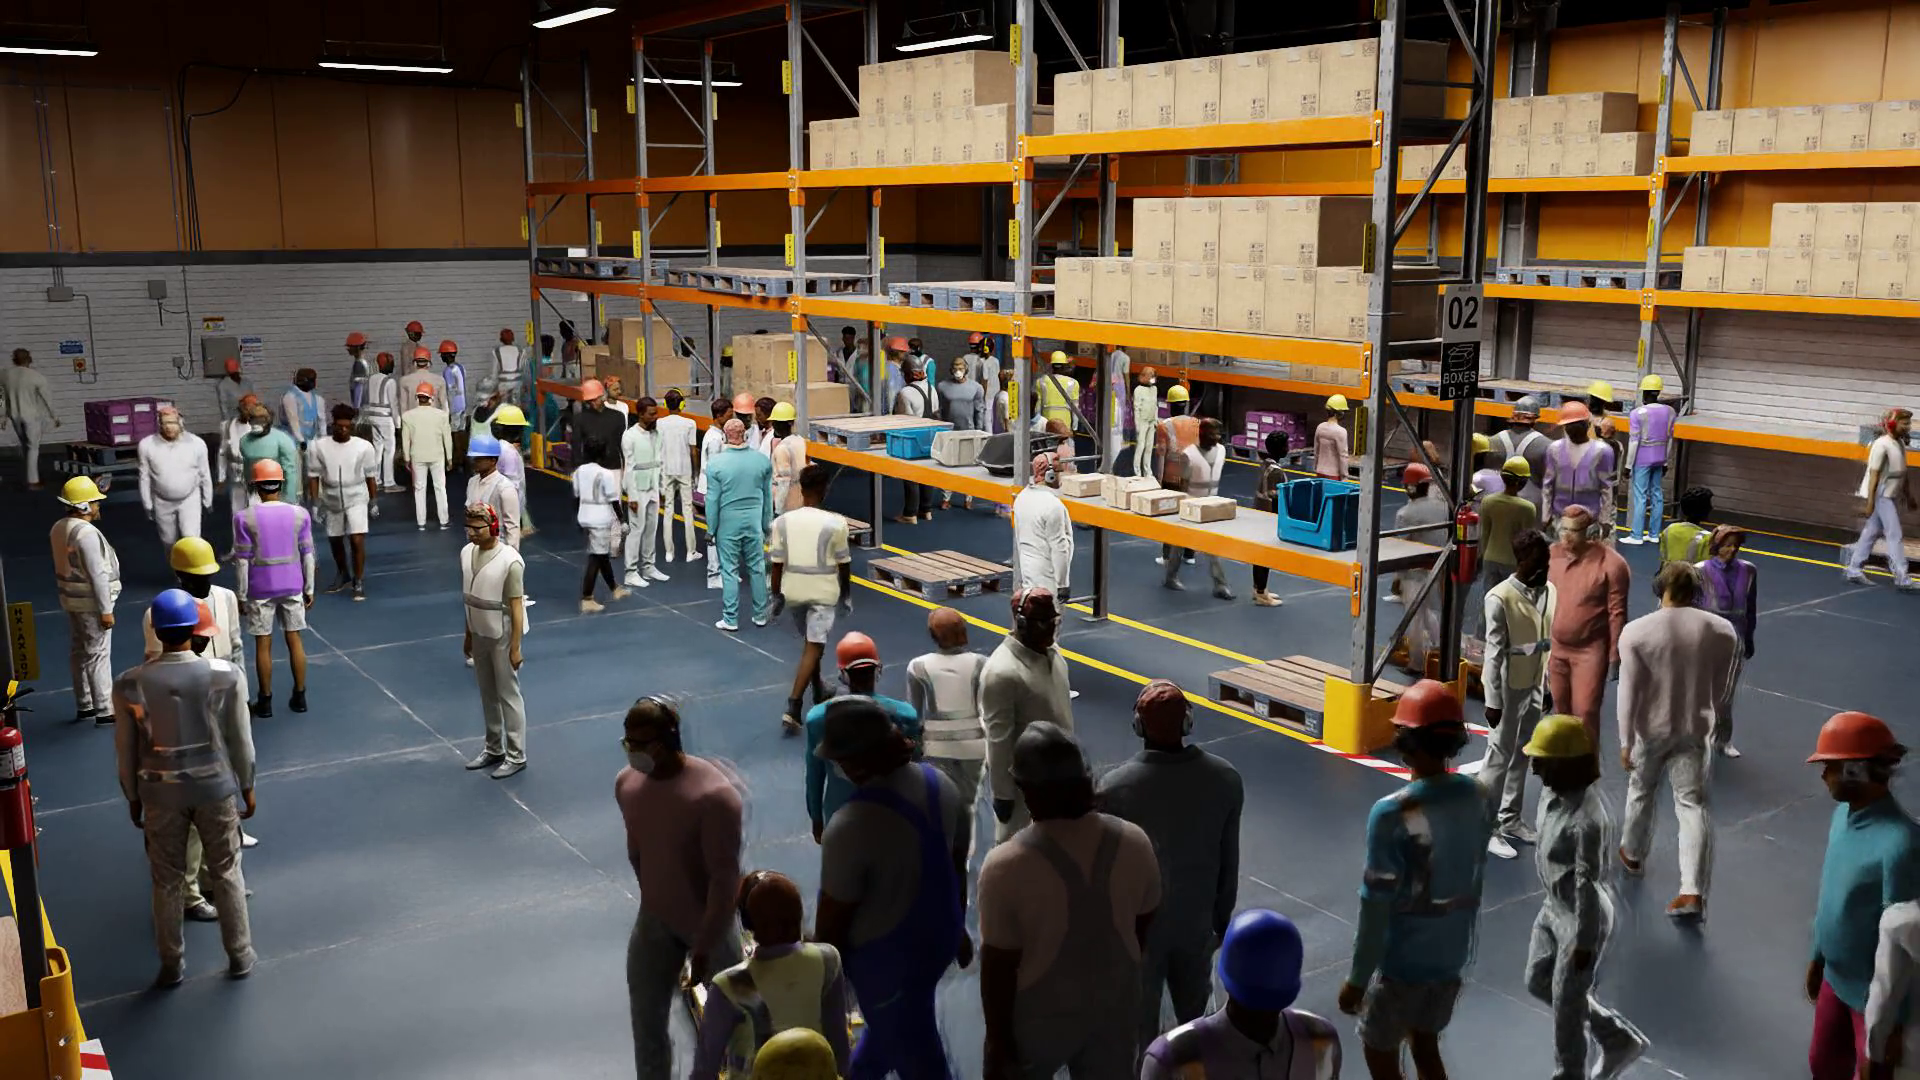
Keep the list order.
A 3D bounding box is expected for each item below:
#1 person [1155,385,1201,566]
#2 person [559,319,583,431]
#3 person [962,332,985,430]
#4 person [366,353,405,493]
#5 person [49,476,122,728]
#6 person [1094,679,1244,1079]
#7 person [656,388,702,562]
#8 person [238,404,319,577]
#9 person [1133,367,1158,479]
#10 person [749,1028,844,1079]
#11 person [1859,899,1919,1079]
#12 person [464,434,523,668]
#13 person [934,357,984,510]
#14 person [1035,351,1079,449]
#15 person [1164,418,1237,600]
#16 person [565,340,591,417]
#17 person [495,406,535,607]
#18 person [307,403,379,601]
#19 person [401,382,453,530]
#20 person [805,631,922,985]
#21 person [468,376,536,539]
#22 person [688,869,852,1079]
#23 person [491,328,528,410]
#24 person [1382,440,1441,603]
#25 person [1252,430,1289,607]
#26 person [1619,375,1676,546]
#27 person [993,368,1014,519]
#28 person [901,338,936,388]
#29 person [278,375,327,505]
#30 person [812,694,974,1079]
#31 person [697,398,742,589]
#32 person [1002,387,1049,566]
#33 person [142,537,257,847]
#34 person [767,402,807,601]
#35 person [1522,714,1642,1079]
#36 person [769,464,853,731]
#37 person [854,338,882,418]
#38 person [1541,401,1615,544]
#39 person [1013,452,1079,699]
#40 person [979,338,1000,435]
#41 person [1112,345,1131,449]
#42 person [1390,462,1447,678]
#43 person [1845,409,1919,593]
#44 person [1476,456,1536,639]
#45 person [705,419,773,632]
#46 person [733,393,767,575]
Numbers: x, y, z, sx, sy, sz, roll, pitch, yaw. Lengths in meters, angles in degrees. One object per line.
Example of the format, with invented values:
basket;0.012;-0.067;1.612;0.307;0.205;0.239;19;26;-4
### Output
person;2.304;-0.679;17.654;0.582;1.919;0.396;-6;13;-29
person;-6.669;-2.823;28.583;0.384;1.931;0.628;-1;11;-3
person;0.234;-2.207;25.444;0.543;1.929;0.387;9;14;37
person;-7.739;-1.577;22.365;0.581;1.877;0.375;9;14;37
person;-6.317;0.447;12.093;0.588;1.835;0.403;9;14;38
person;0.790;1.485;6.604;0.651;1.904;0.401;-4;12;-21
person;-3.037;-0.693;17.836;0.519;1.874;0.331;1;11;5
person;-6.792;-0.421;16.439;0.659;1.882;1.037;2;11;12
person;2.584;-1.599;23.111;0.293;1.623;0.505;10;15;41
person;-0.432;2.045;4.189;0.491;1.731;0.324;9;14;39
person;3.394;1.749;5.696;0.598;1.731;0.369;3;11;13
person;-3.809;0.106;13.540;0.610;1.950;0.378;9;14;38
person;-0.012;-1.337;20.958;0.627;1.941;0.370;1;11;4
person;1.288;-1.551;22.118;0.581;1.919;0.394;1;11;5
person;2.322;-0.324;16.219;0.587;1.776;0.931;-7;13;-33
person;-5.917;-2.261;26.134;0.530;1.765;0.326;1;11;3
person;-4.251;-0.312;15.777;0.395;1.919;0.582;-4;12;-22
person;-5.978;-0.393;16.185;0.621;1.930;0.719;-2;11;-12
person;-6.287;-0.993;19.671;0.573;1.749;0.342;-2;11;-10
person;-0.454;1.296;7.990;0.574;1.739;0.351;1;11;5
person;-5.086;-0.930;18.611;0.718;2.000;0.930;10;15;43
person;-0.654;1.855;5.499;0.511;1.592;0.848;-11;15;-44
person;-7.379;-2.536;27.263;0.595;1.867;0.563;-4;12;-18
person;4.408;-0.137;15.674;0.778;1.607;0.510;8;14;35
person;2.954;-0.209;15.828;0.323;1.688;0.531;0;11;-1
person;7.732;-0.893;18.715;0.587;1.928;0.363;-4;12;-19
person;0.573;-1.183;20.411;0.340;1.845;0.513;-3;11;-13
person;-0.684;-2.169;25.467;0.621;1.845;0.429;6;13;29
person;-8.459;-1.298;21.403;0.599;1.679;0.895;-4;12;-21
person;-0.311;1.481;6.271;1.056;2.000;0.728;6;13;30
person;-2.404;-0.459;16.558;0.410;1.908;0.598;-1;11;-4
person;0.739;-0.653;17.507;0.589;1.920;0.398;10;15;41
person;-4.340;0.914;9.505;0.426;1.913;0.601;5;12;25
person;-1.663;-0.365;16.006;0.370;1.928;0.585;3;11;13
person;2.529;1.539;6.790;0.547;1.725;0.500;0;11;-2
person;-1.114;0.400;12.151;0.582;1.916;1.010;5;12;25
person;-1.403;-2.226;25.802;0.579;1.819;0.605;-8;13;-34
person;5.615;-0.254;15.159;0.611;2.041;0.387;8;13;34
person;0.672;0.271;12.808;0.410;1.909;0.643;-5;12;-26
person;0.434;-2.130;25.229;0.333;1.860;0.510;5;12;24
person;2.537;-2.363;26.487;0.357;1.835;0.516;-8;14;-35
person;3.689;0.242;13.405;0.575;1.733;0.422;-7;13;-33
person;9.273;-0.384;16.425;0.901;1.809;0.571;10;15;41
person;4.483;0.189;13.609;0.341;1.760;0.525;-7;13;-32
person;-1.993;-0.135;14.899;0.651;1.901;0.401;-7;13;-31
person;-2.183;-0.537;16.909;0.547;1.926;0.408;-4;12;-17
